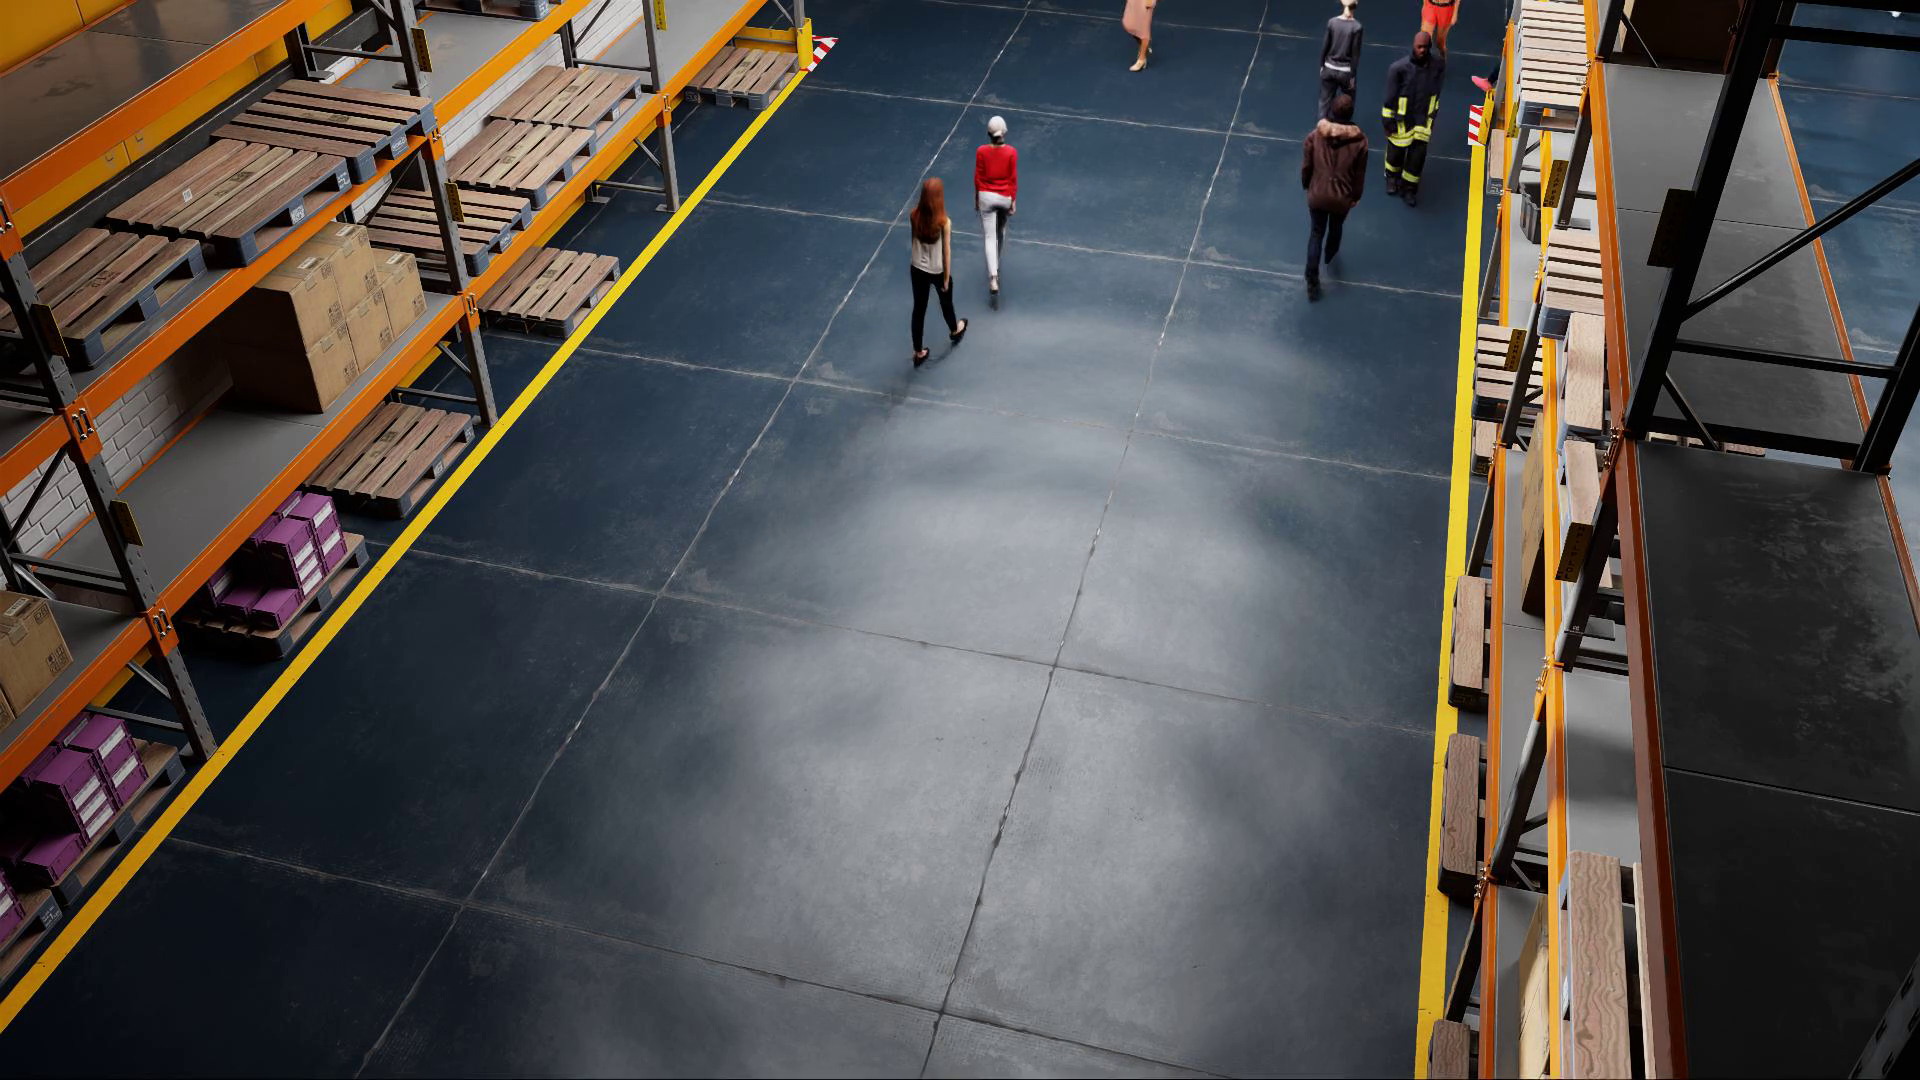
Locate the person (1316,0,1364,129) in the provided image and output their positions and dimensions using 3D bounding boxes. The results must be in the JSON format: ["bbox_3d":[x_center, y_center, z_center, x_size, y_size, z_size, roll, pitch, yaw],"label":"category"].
[{"bbox_3d":[4.011,-4.959,17.708,0.827,1.700,1.036,24,45,27],"label":"person"}]

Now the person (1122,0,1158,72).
[{"bbox_3d":[2.212,-6.381,19.386,0.804,1.827,0.745,-20,43,-23],"label":"person"}]

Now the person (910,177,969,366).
[{"bbox_3d":[-0.299,-2.280,14.362,0.730,1.690,1.027,17,42,20],"label":"person"}]

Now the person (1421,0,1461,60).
[{"bbox_3d":[5.515,-6.070,19.058,0.787,1.751,1.177,21,43,24],"label":"person"}]

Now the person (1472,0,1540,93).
[{"bbox_3d":[6.496,-5.659,18.633,1.021,1.639,1.143,30,47,32],"label":"person"}]

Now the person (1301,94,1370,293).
[{"bbox_3d":[3.402,-3.149,15.368,0.771,1.792,1.191,11,40,14],"label":"person"}]

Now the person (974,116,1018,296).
[{"bbox_3d":[0.332,-3.057,15.360,0.750,1.658,1.169,-1,39,-1],"label":"person"}]

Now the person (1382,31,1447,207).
[{"bbox_3d":[4.561,-4.351,16.879,0.857,1.785,0.975,1,39,1],"label":"person"}]
